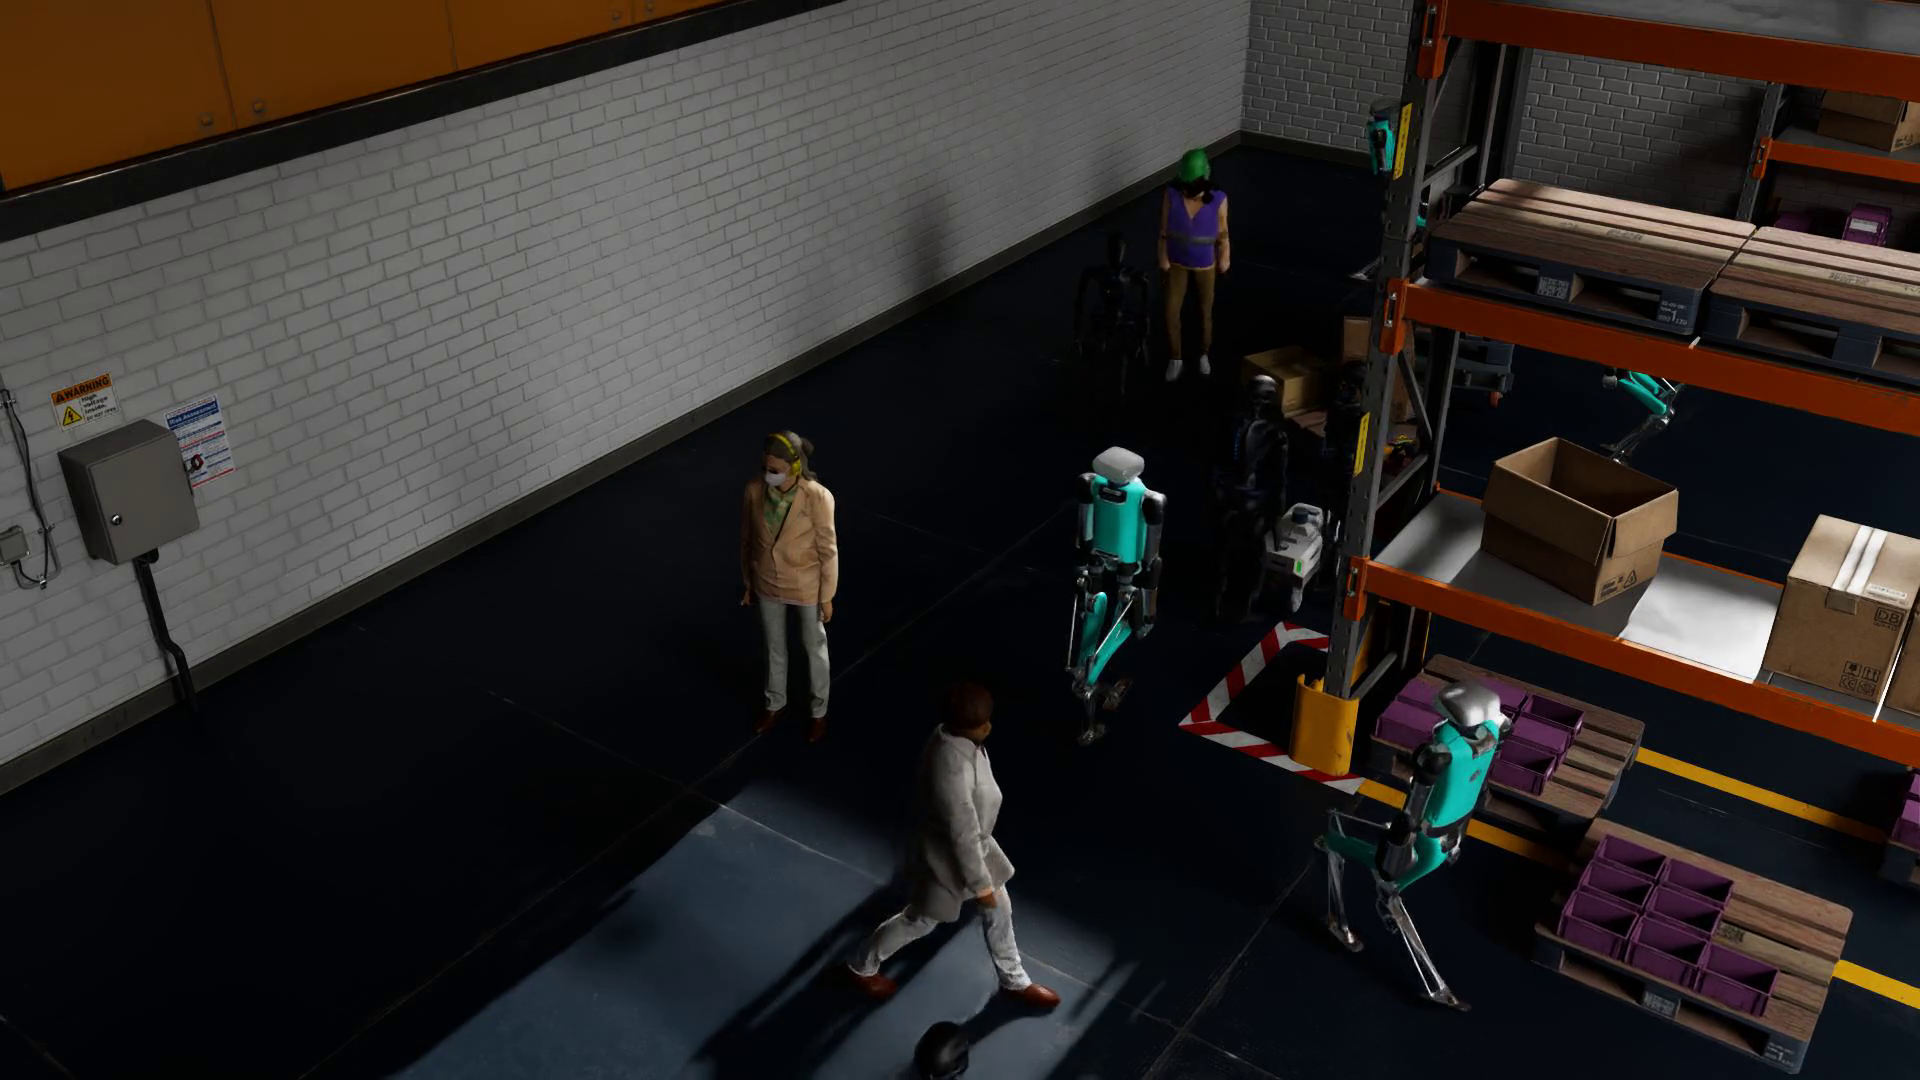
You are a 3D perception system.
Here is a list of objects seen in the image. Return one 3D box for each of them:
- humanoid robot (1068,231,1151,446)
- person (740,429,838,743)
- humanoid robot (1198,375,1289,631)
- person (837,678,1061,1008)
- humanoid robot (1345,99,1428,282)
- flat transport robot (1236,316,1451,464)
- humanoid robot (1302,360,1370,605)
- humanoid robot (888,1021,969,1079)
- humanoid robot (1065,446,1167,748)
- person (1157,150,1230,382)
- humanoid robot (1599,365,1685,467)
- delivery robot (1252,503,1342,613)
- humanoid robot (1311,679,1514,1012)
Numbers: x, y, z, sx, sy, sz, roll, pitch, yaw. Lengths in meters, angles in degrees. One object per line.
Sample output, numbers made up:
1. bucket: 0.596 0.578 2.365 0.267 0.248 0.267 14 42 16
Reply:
1. humanoid robot: 1.100 -1.496 12.235 0.616 1.645 0.335 6 30 10
2. person: -0.916 0.235 9.026 0.553 1.876 0.404 9 31 16
3. humanoid robot: 1.690 -0.213 10.007 0.609 1.643 0.373 26 39 37
4. person: -0.077 1.333 7.221 0.988 1.788 0.494 6 31 10
5. humanoid robot: 4.031 -3.046 14.877 1.027 1.712 0.538 6 31 11
6. flat transport robot: 2.801 -0.825 12.471 0.659 0.231 1.431 -15 33 -24
7. humanoid robot: 2.381 -0.358 10.248 0.381 1.657 0.599 -6 31 -10
8. humanoid robot: -0.012 2.295 5.672 0.593 1.617 0.739 11 32 19
9. humanoid robot: 0.743 0.381 8.895 0.546 1.753 0.904 21 36 31
10. person: 1.847 -2.172 13.190 0.579 1.893 0.642 8 31 13
11. humanoid robot: 4.820 -1.278 11.652 0.735 1.677 0.533 19 35 29
12. delivery robot: 2.163 0.059 10.657 0.499 0.601 0.775 17 34 27
13. humanoid robot: 1.929 1.276 7.378 0.538 1.739 1.027 -20 35 -30
